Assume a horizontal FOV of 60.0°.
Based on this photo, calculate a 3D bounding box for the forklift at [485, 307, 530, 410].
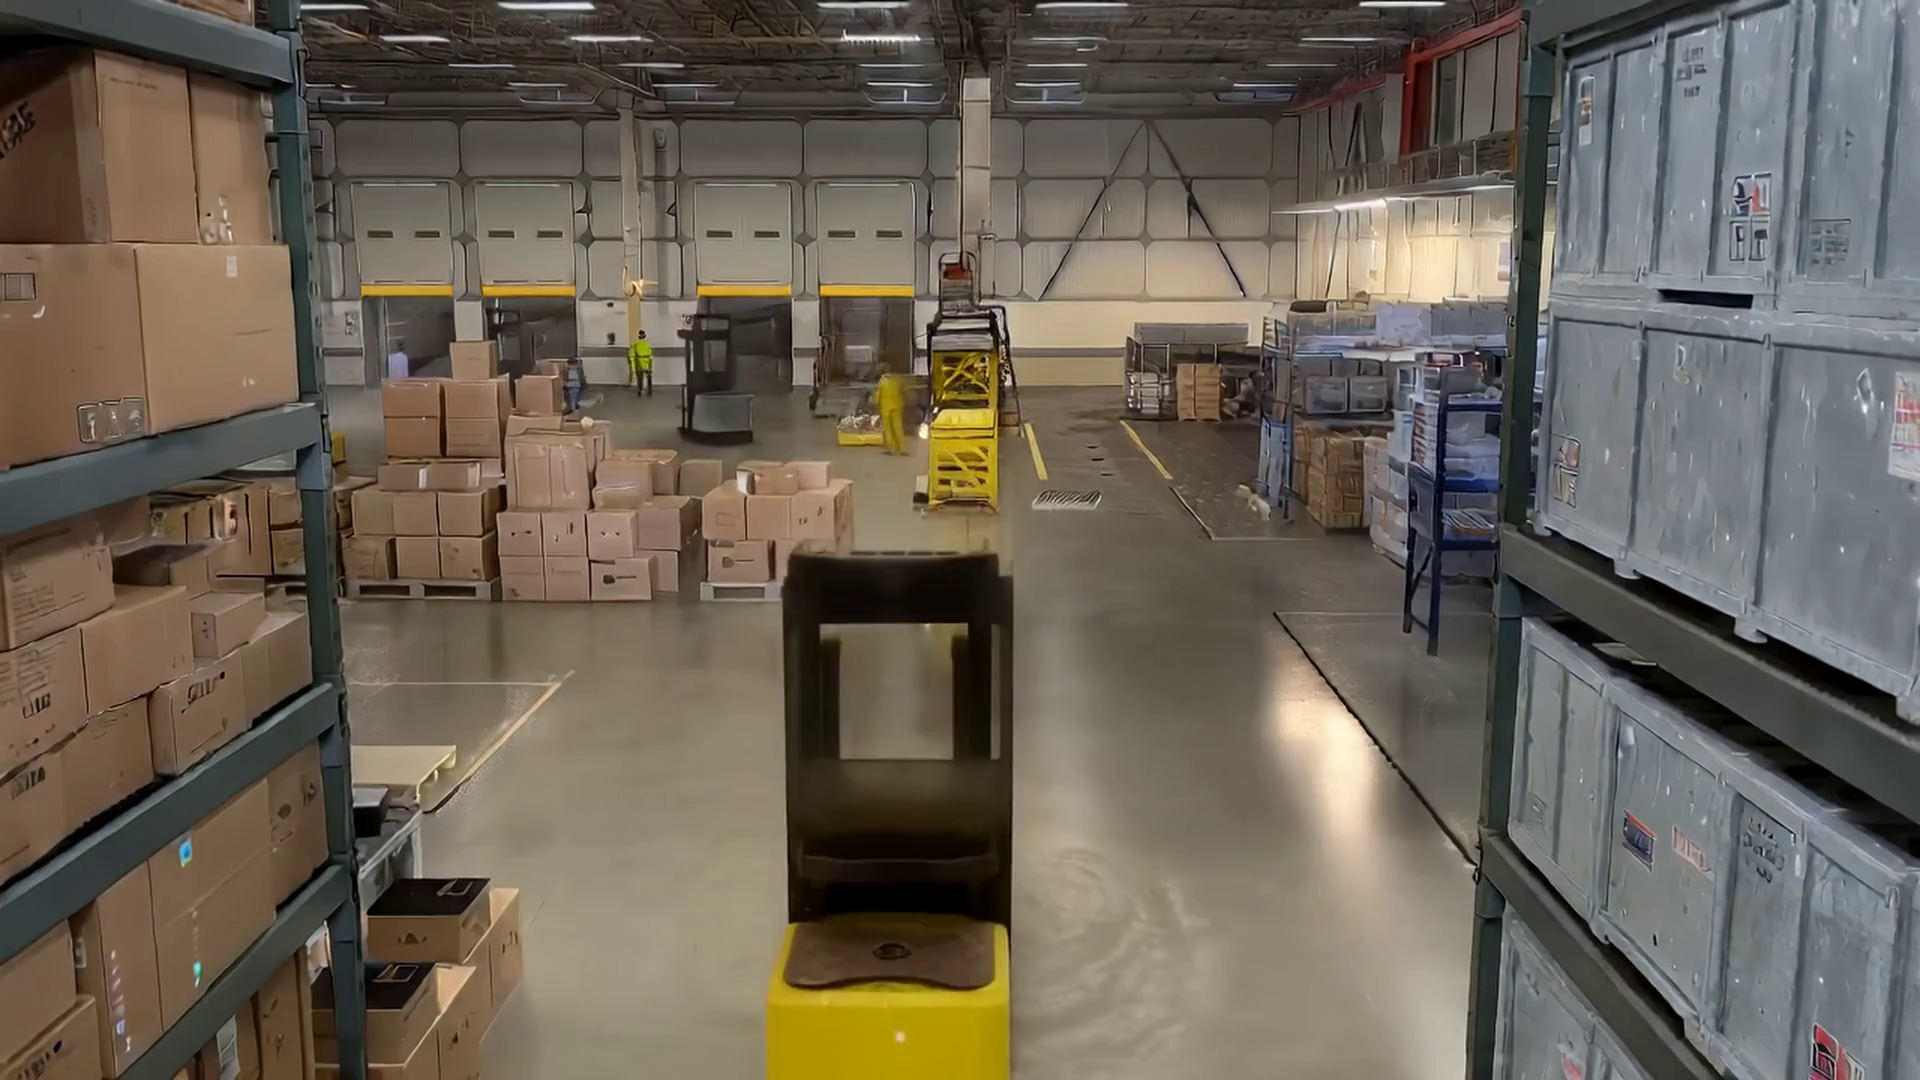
[{"bbox_3d":[-10.754,-4.150,39.646,1.129,2.768,1.873,0,10,1],"label":"forklift"}]

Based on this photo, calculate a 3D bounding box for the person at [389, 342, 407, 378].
[{"bbox_3d":[-13.877,-3.966,41.328,0.626,1.919,0.666,6,11,30],"label":"person"}]

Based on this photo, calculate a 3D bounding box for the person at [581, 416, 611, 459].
[{"bbox_3d":[-5.033,-0.736,22.722,0.590,1.919,0.392,-9,13,-42],"label":"person"}]

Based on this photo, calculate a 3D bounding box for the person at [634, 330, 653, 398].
[{"bbox_3d":[-9.009,-5.008,47.355,0.546,1.927,0.390,2,10,11],"label":"person"}]

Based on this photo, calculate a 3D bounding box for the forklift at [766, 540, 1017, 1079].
[{"bbox_3d":[-0.292,1.390,7.683,1.129,2.768,1.873,0,10,1],"label":"forklift"}]

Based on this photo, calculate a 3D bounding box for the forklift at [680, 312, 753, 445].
[{"bbox_3d":[-5.312,-3.541,36.133,1.129,2.768,1.873,-5,11,-25],"label":"forklift"}]

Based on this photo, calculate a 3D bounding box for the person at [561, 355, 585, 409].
[{"bbox_3d":[-9.524,-3.732,40.872,0.626,1.609,0.668,-1,10,-7],"label":"person"}]

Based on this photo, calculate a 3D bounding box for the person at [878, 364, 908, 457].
[{"bbox_3d":[-1.346,-2.622,33.709,0.740,1.894,0.365,6,12,32],"label":"person"}]

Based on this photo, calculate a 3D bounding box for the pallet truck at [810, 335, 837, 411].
[{"bbox_3d":[-3.021,-4.312,43.126,1.885,1.965,0.823,3,10,17],"label":"pallet truck"}]
